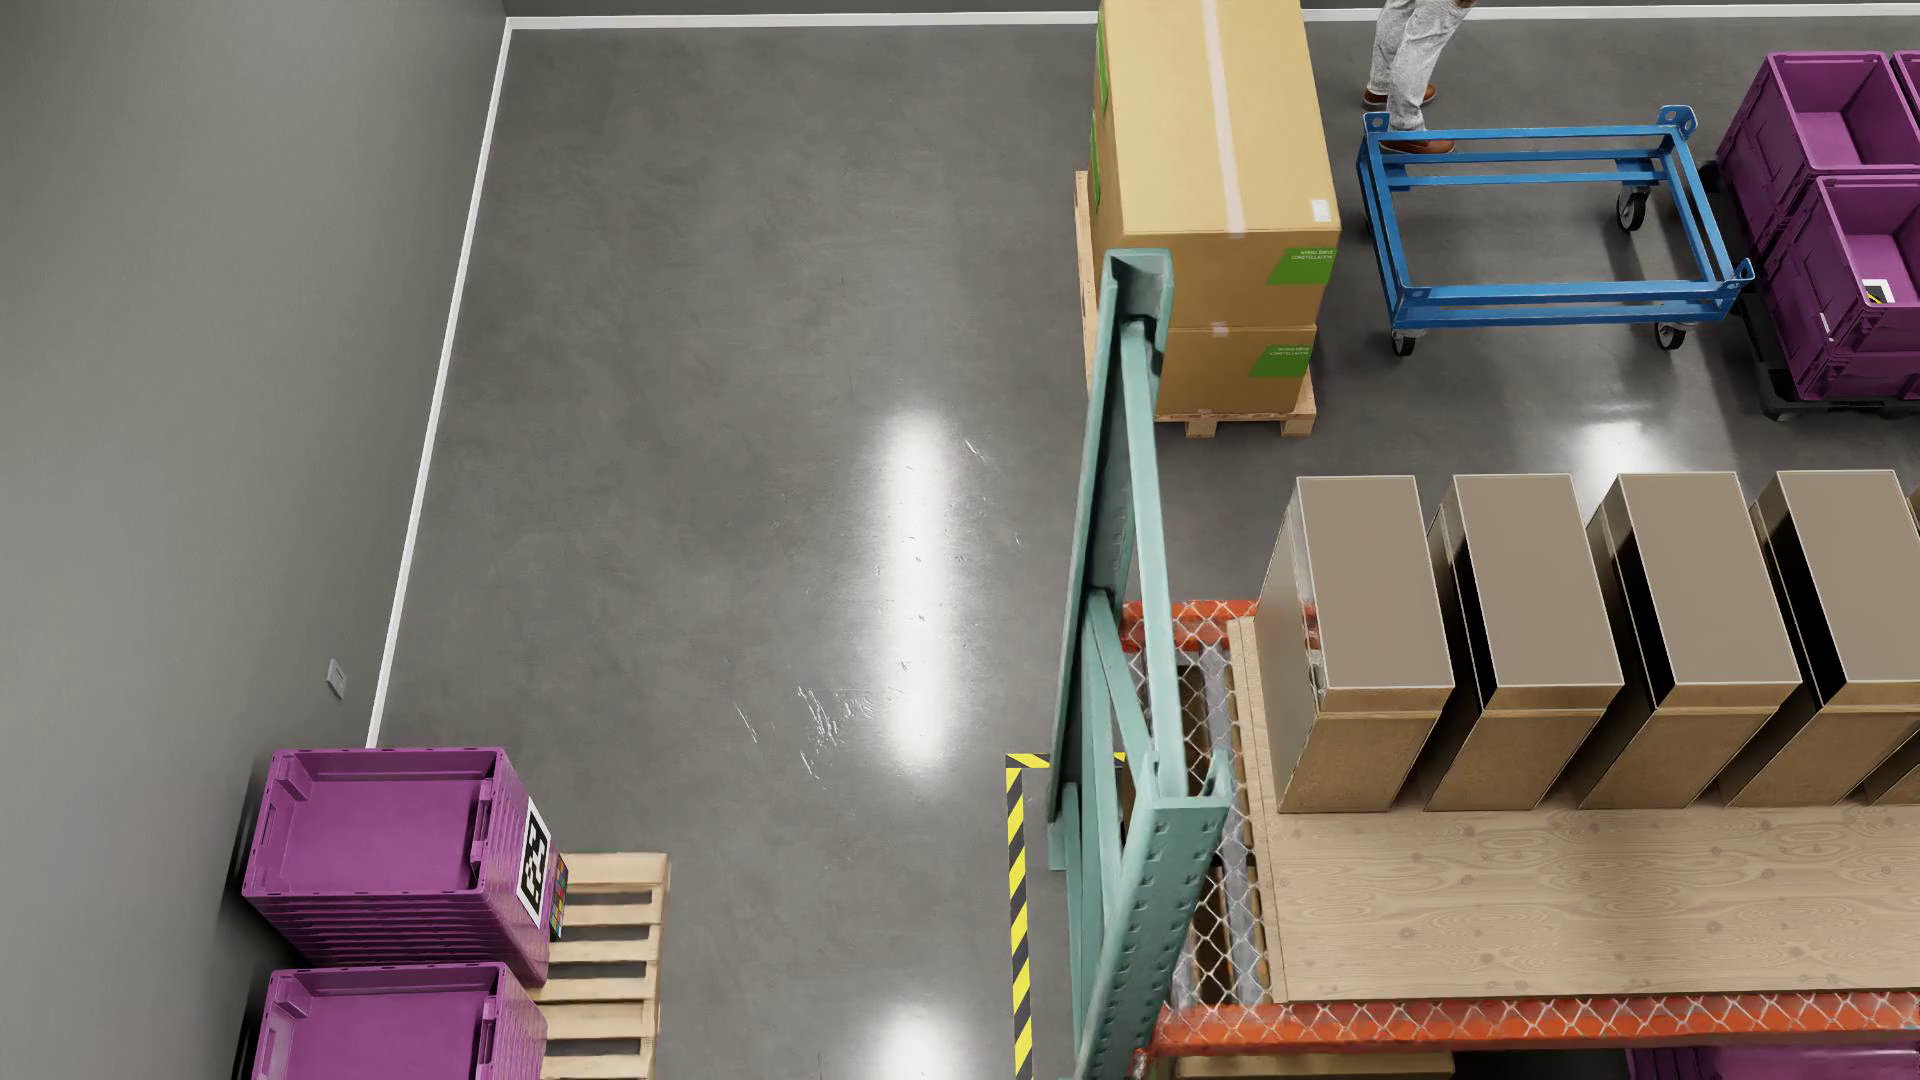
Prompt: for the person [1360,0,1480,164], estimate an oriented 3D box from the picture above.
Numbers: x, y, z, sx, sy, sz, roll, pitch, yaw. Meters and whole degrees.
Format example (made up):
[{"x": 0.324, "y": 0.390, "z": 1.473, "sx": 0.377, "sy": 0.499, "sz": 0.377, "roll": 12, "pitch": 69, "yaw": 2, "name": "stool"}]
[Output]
[{"x": 1.822, "y": -2.252, "z": 6.083, "sx": 0.378, "sy": 1.940, "sz": 0.629, "roll": -1, "pitch": 58, "yaw": -1, "name": "person"}]
